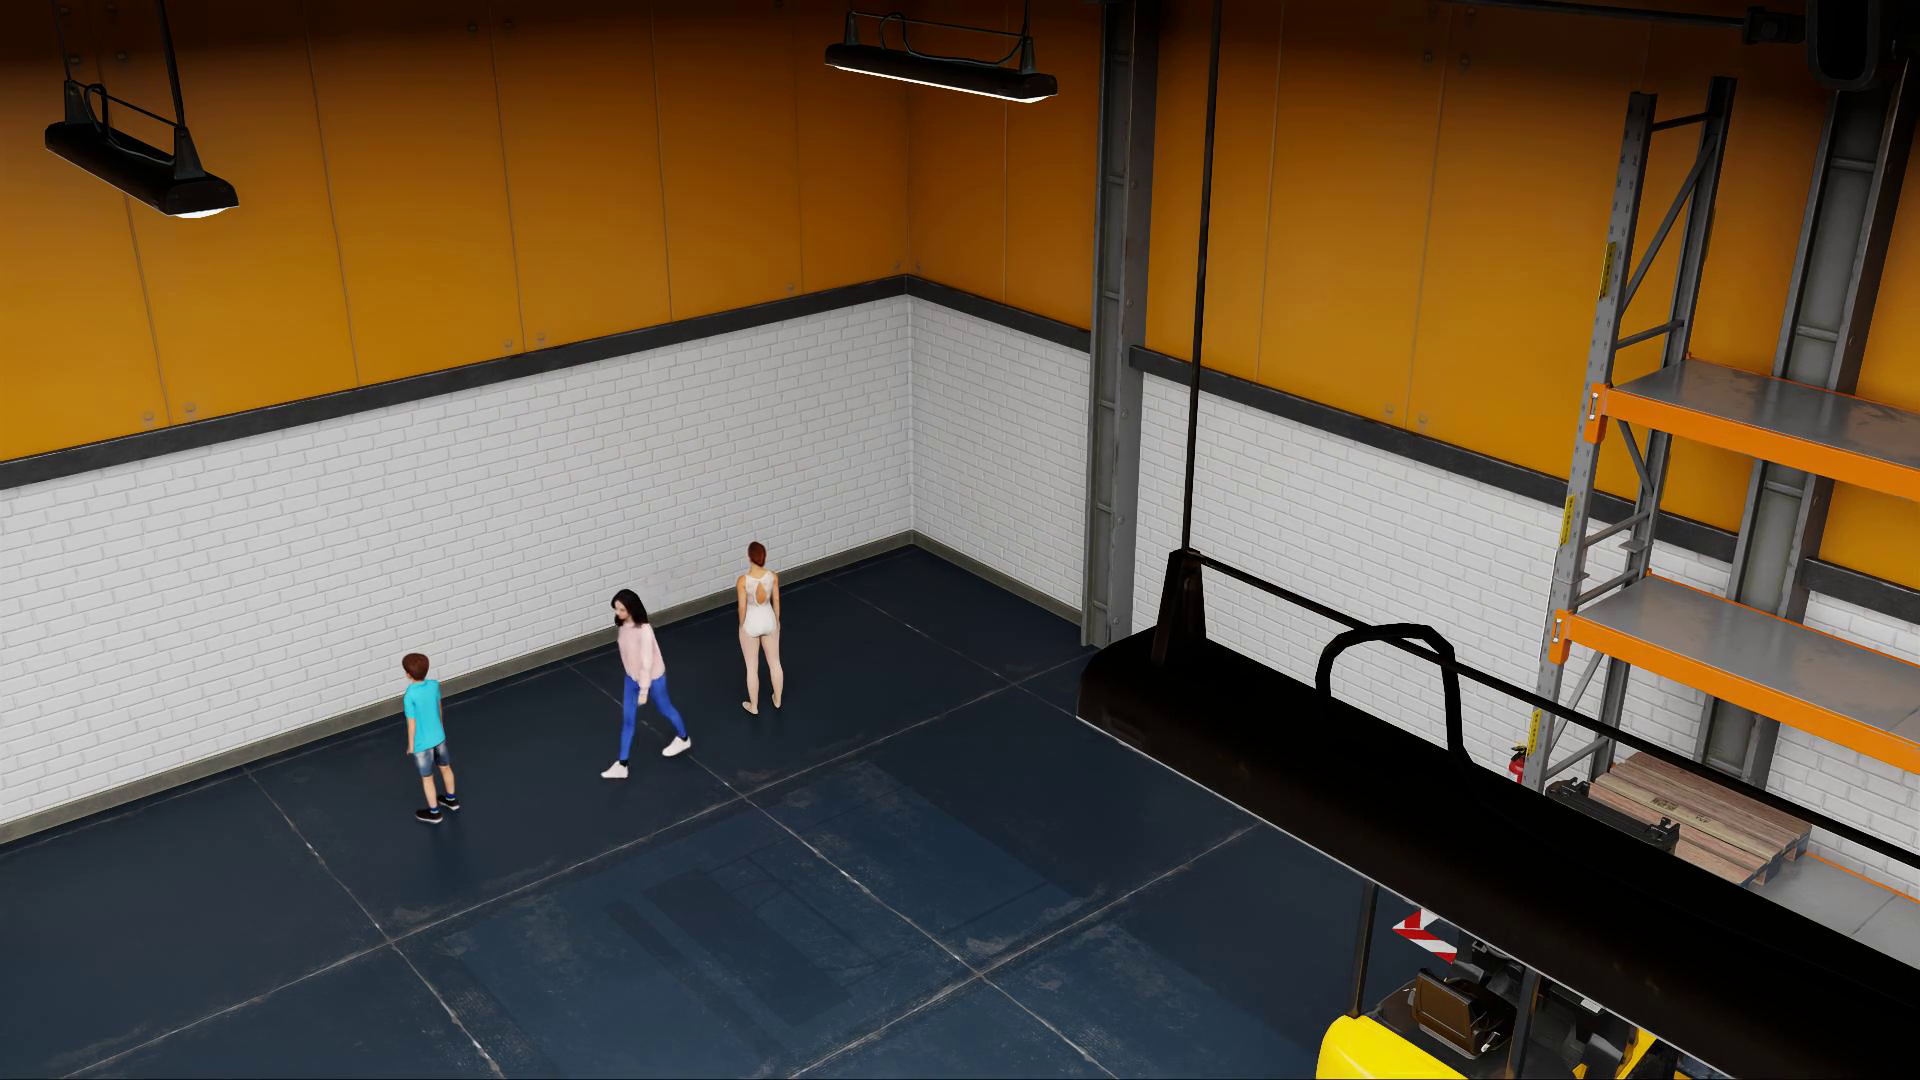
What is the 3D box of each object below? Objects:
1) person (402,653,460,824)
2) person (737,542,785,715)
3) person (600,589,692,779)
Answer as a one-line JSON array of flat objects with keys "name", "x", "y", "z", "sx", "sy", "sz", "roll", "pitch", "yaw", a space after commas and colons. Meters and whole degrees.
[{"name": "person", "x": -4.223, "y": 1.546, "z": 13.193, "sx": 0.580, "sy": 1.449, "sz": 0.584, "roll": 12, "pitch": 26, "yaw": 25}, {"name": "person", "x": -1.774, "y": 0.768, "z": 14.733, "sx": 0.584, "sy": 1.642, "sz": 0.550, "roll": -12, "pitch": 26, "yaw": -25}, {"name": "person", "x": -2.540, "y": 1.140, "z": 13.818, "sx": 0.772, "sy": 1.694, "sz": 1.100, "roll": -18, "pitch": 30, "yaw": -36}]
